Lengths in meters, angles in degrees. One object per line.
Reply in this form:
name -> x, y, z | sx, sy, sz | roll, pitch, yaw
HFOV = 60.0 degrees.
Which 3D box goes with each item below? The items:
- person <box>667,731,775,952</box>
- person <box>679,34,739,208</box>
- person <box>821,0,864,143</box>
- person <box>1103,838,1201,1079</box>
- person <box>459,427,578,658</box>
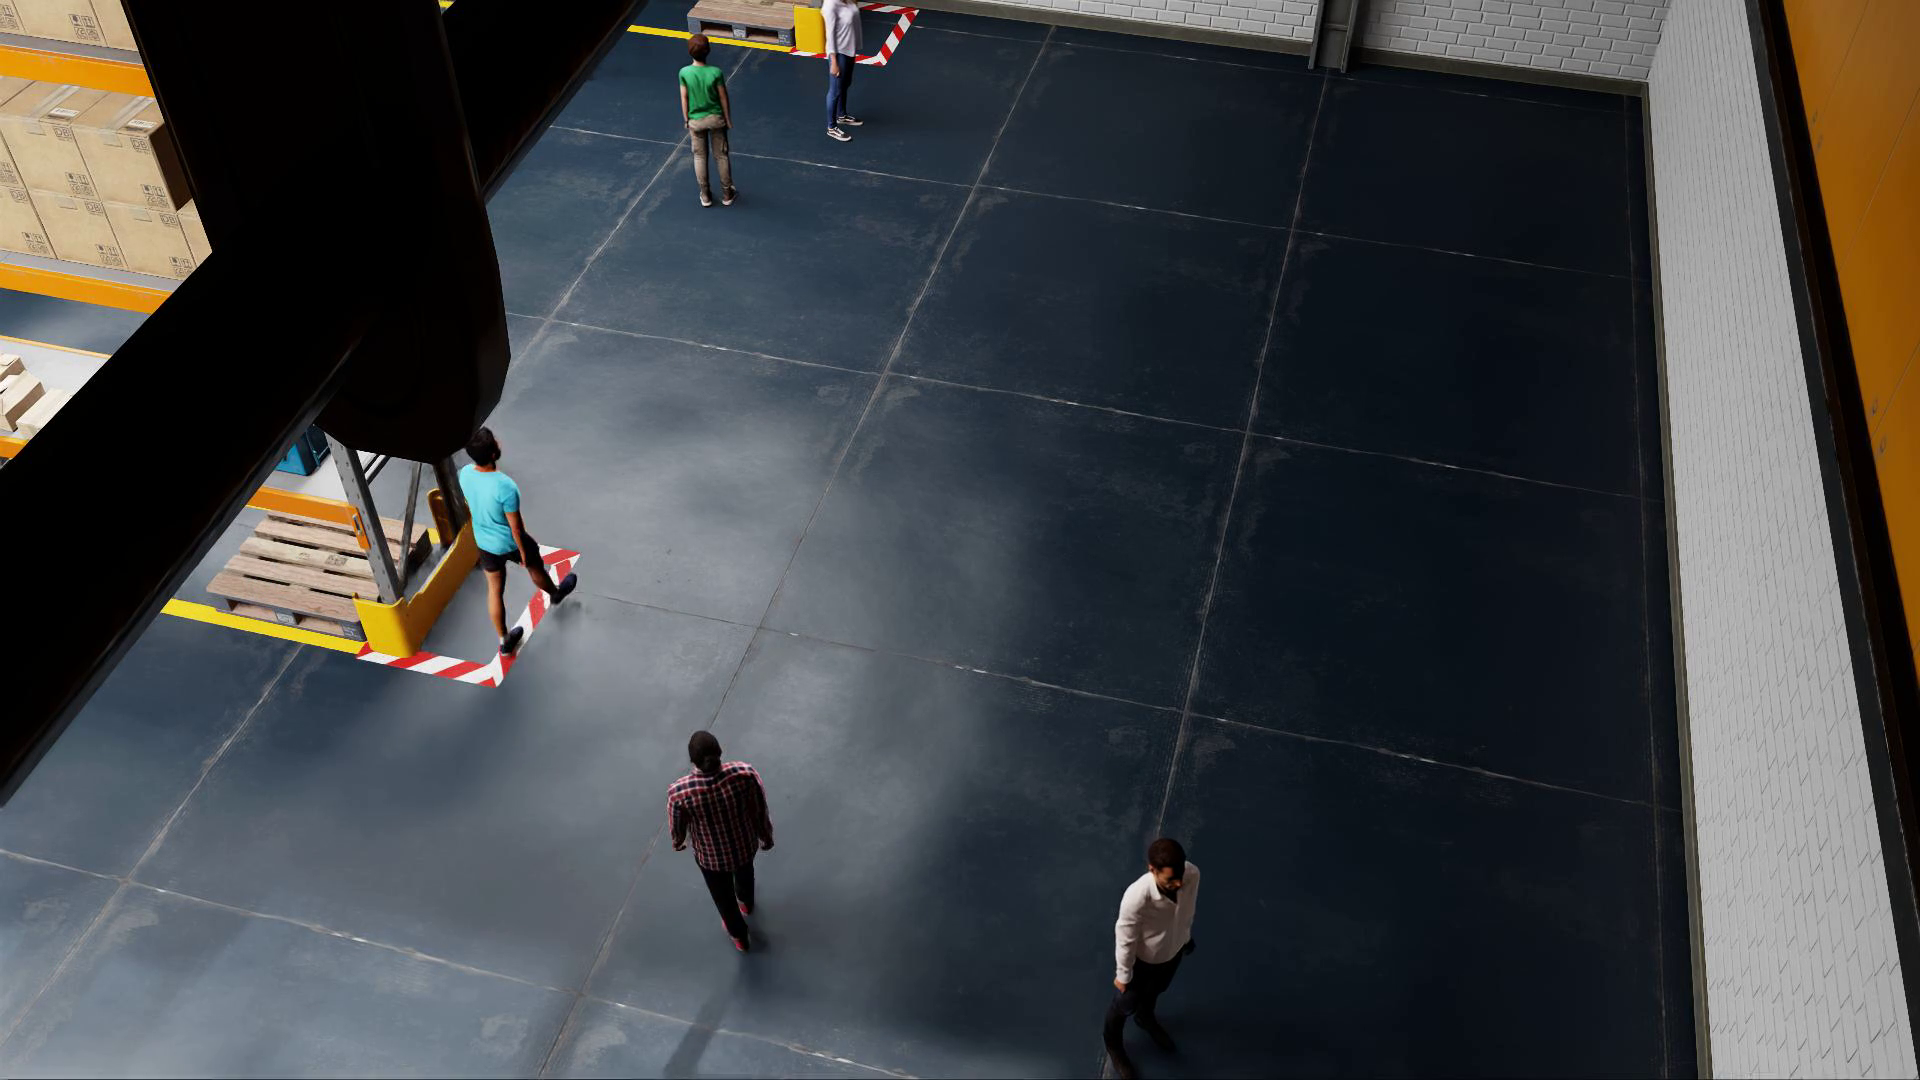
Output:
person -> -1.284, 1.711, 9.210 | 0.877, 1.751, 0.944 | -17, 46, -17
person -> -2.286, -3.792, 15.059 | 0.561, 1.651, 0.698 | -2, 44, -3
person -> -1.160, -4.722, 15.991 | 0.612, 1.711, 0.660 | 14, 45, 14
person -> 0.998, 2.141, 8.672 | 0.737, 1.870, 0.761 | -27, 50, -26
person -> -3.073, 0.069, 10.938 | 0.988, 1.744, 0.766 | 15, 46, 15
